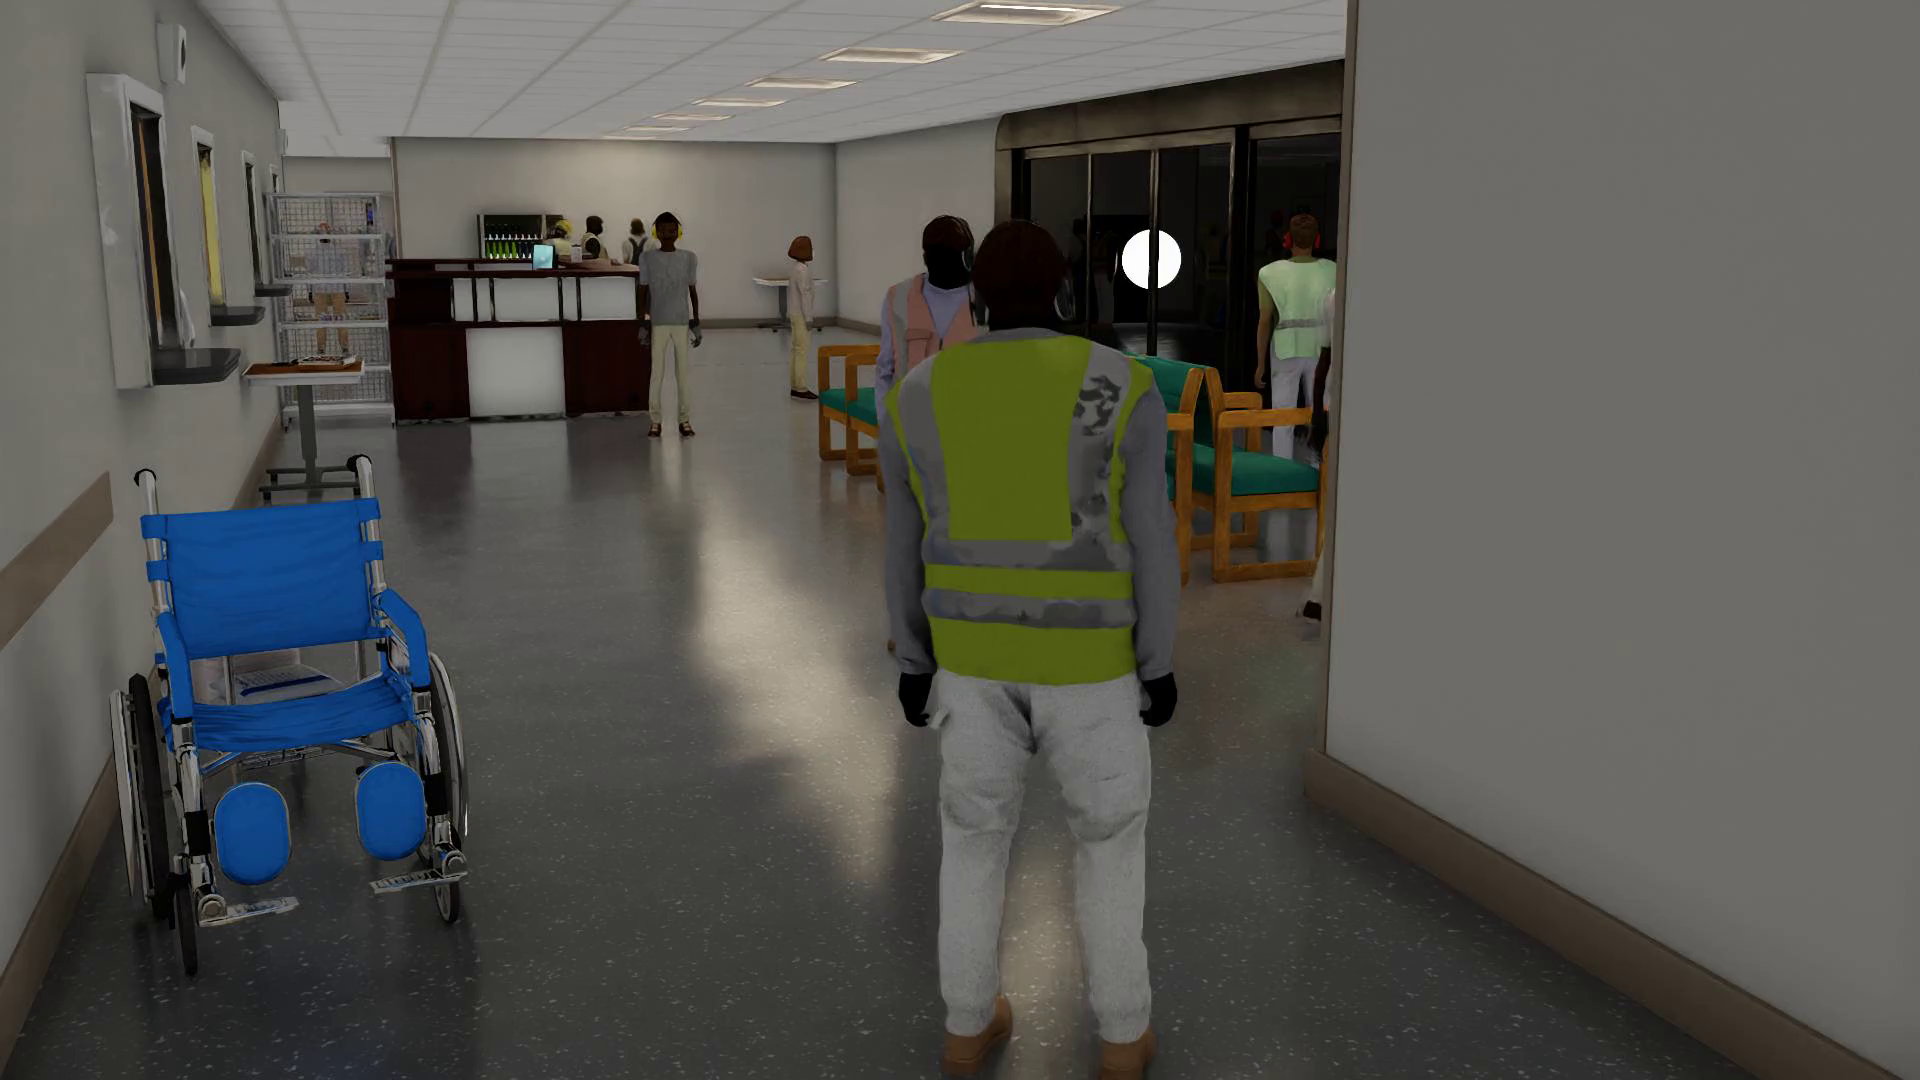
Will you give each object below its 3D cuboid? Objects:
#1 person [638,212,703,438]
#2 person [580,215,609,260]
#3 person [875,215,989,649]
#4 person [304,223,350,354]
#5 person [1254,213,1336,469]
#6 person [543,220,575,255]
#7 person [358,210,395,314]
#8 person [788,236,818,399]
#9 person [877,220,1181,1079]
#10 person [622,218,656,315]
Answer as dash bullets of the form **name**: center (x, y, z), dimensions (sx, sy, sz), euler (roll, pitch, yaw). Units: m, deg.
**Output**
- **person**: center (-2.416, -1.784, 13.853), dimensions (0.534, 1.864, 0.309), euler (-3, 11, -15)
- **person**: center (-5.359, -3.844, 24.486), dimensions (0.429, 1.840, 0.636), euler (-4, 12, -19)
- **person**: center (-0.059, -0.436, 7.014), dimensions (0.619, 1.838, 0.430), euler (1, 11, 8)
- **person**: center (-8.457, -3.362, 22.268), dimensions (0.563, 1.742, 0.361), euler (-4, 12, -20)
- **person**: center (2.145, -1.123, 10.510), dimensions (0.565, 1.846, 0.388), euler (-1, 11, -3)
- **person**: center (-5.303, -3.335, 22.055), dimensions (0.420, 1.780, 0.663), euler (7, 13, 33)
- **person**: center (-9.982, -4.676, 28.516), dimensions (0.625, 1.930, 0.434), euler (-6, 12, -27)
- **person**: center (-1.583, -2.237, 16.772), dimensions (0.279, 1.634, 0.498), euler (-4, 12, -19)
- **person**: center (0.150, 0.247, 3.542), dimensions (0.640, 1.823, 0.431), euler (4, 12, 19)
- **person**: center (-4.711, -3.832, 24.530), dimensions (0.534, 1.809, 0.748), euler (-2, 11, -8)
